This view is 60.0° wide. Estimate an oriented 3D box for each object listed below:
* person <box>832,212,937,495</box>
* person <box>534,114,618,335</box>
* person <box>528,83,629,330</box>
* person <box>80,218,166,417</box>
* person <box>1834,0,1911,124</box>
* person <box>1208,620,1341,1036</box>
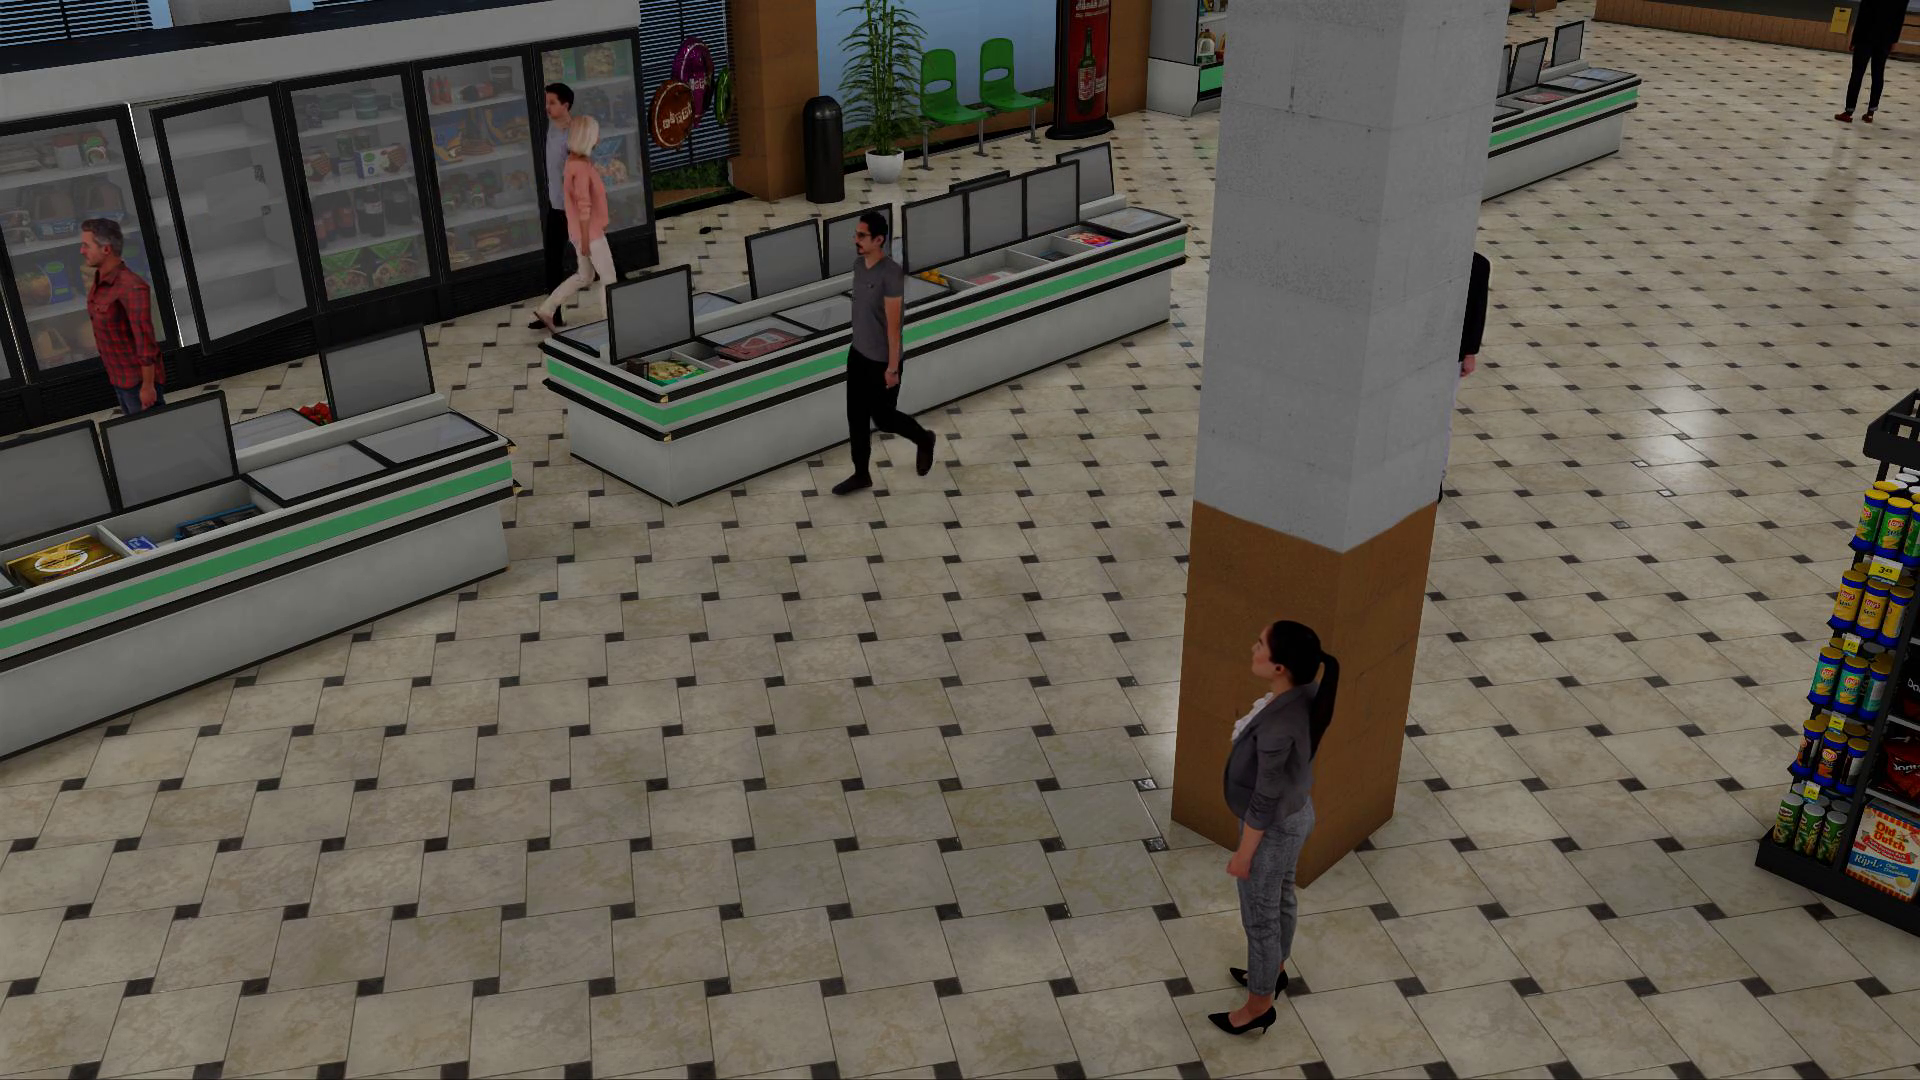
[{"bbox_3d":[-0.441,-1.112,10.001,0.911,1.736,0.649,-22,34,-36],"label":"person"},{"bbox_3d":[-2.847,-2.273,12.334,1.062,1.697,0.837,-9,28,-17],"label":"person"},{"bbox_3d":[-2.882,-2.543,12.713,1.163,1.836,0.704,-23,35,-38],"label":"person"},{"bbox_3d":[-4.757,-0.966,9.610,0.546,1.830,0.700,-22,34,-36],"label":"person"},{"bbox_3d":[10.401,-5.677,18.913,0.782,1.818,0.830,1,27,3],"label":"person"},{"bbox_3d":[1.103,1.021,5.858,0.749,1.679,0.628,13,30,24],"label":"person"}]
